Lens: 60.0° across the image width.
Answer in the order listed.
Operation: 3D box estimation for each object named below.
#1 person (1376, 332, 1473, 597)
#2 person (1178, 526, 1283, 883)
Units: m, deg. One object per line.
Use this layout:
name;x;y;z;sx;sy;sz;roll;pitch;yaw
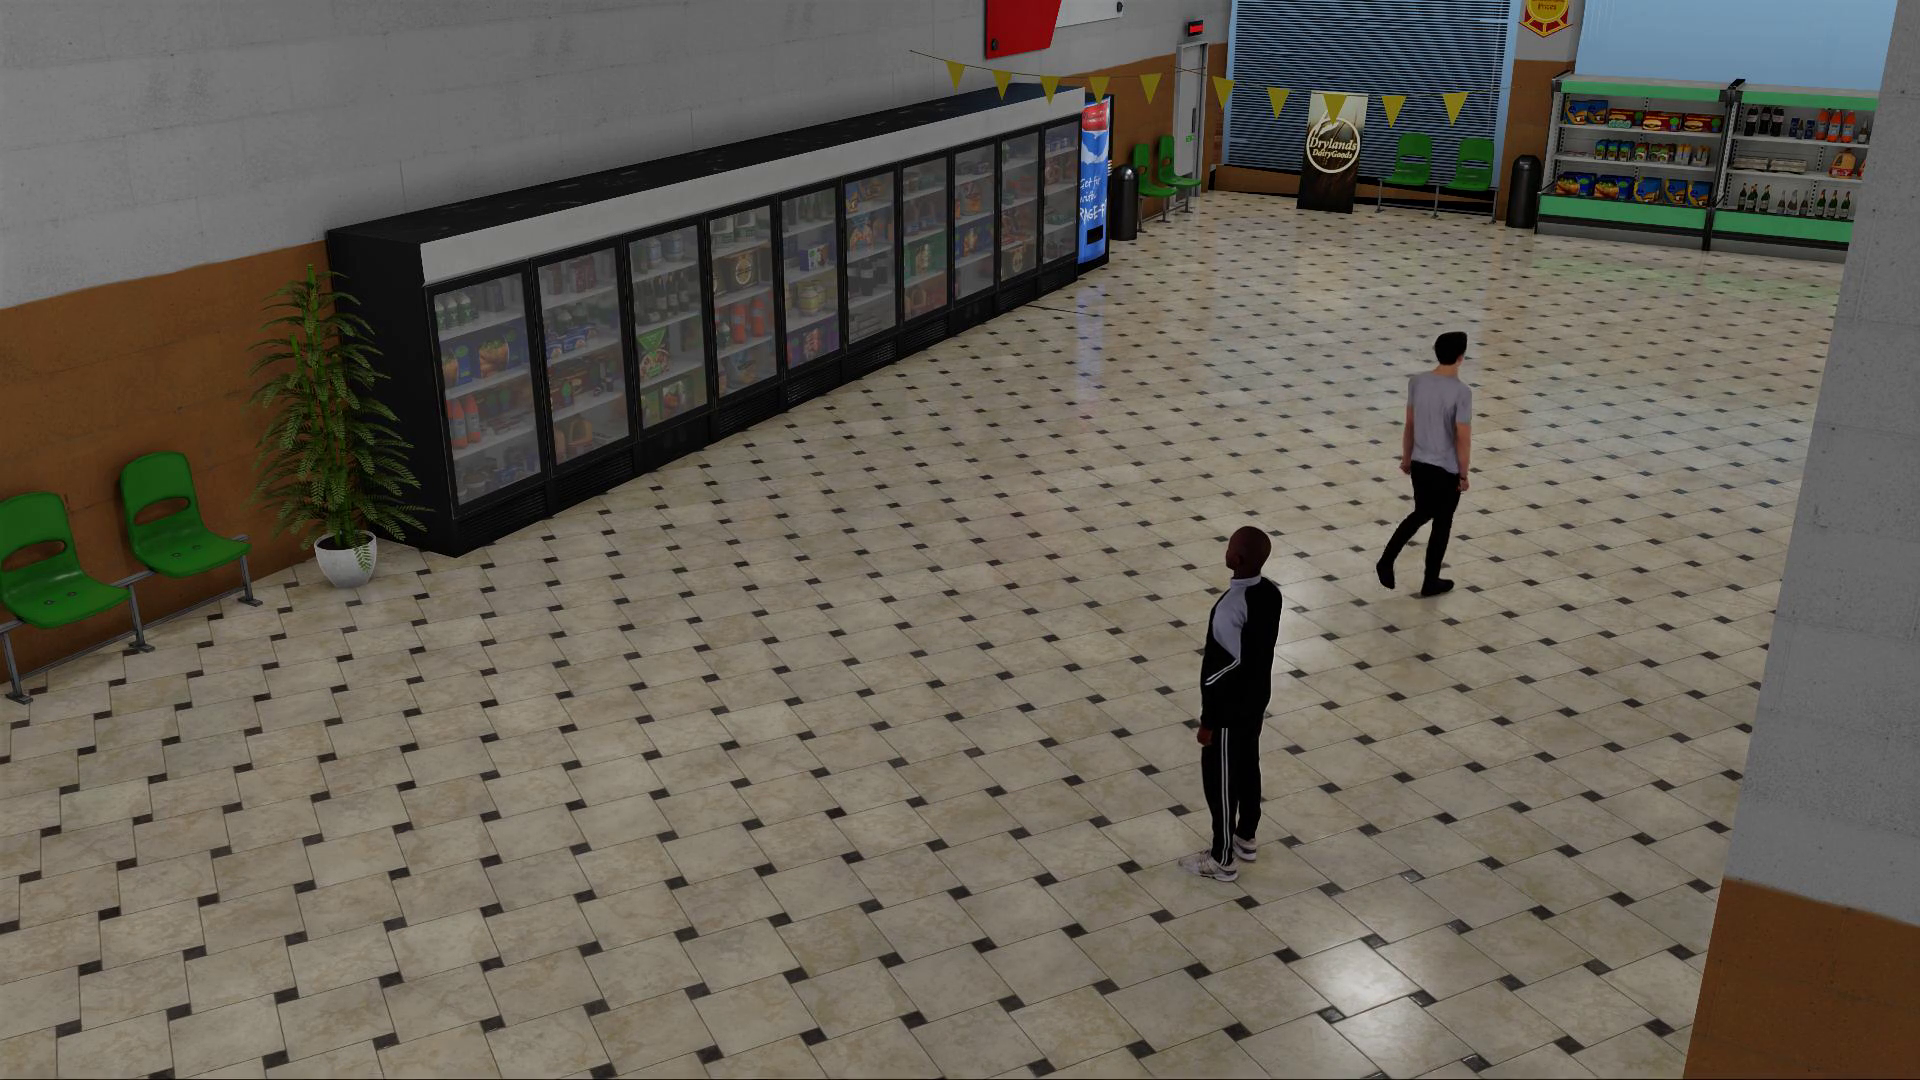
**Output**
person;3.116;-0.465;11.093;0.955;1.849;0.968;-14;26;-31
person;1.341;0.778;8.029;0.605;1.828;0.699;17;28;37
